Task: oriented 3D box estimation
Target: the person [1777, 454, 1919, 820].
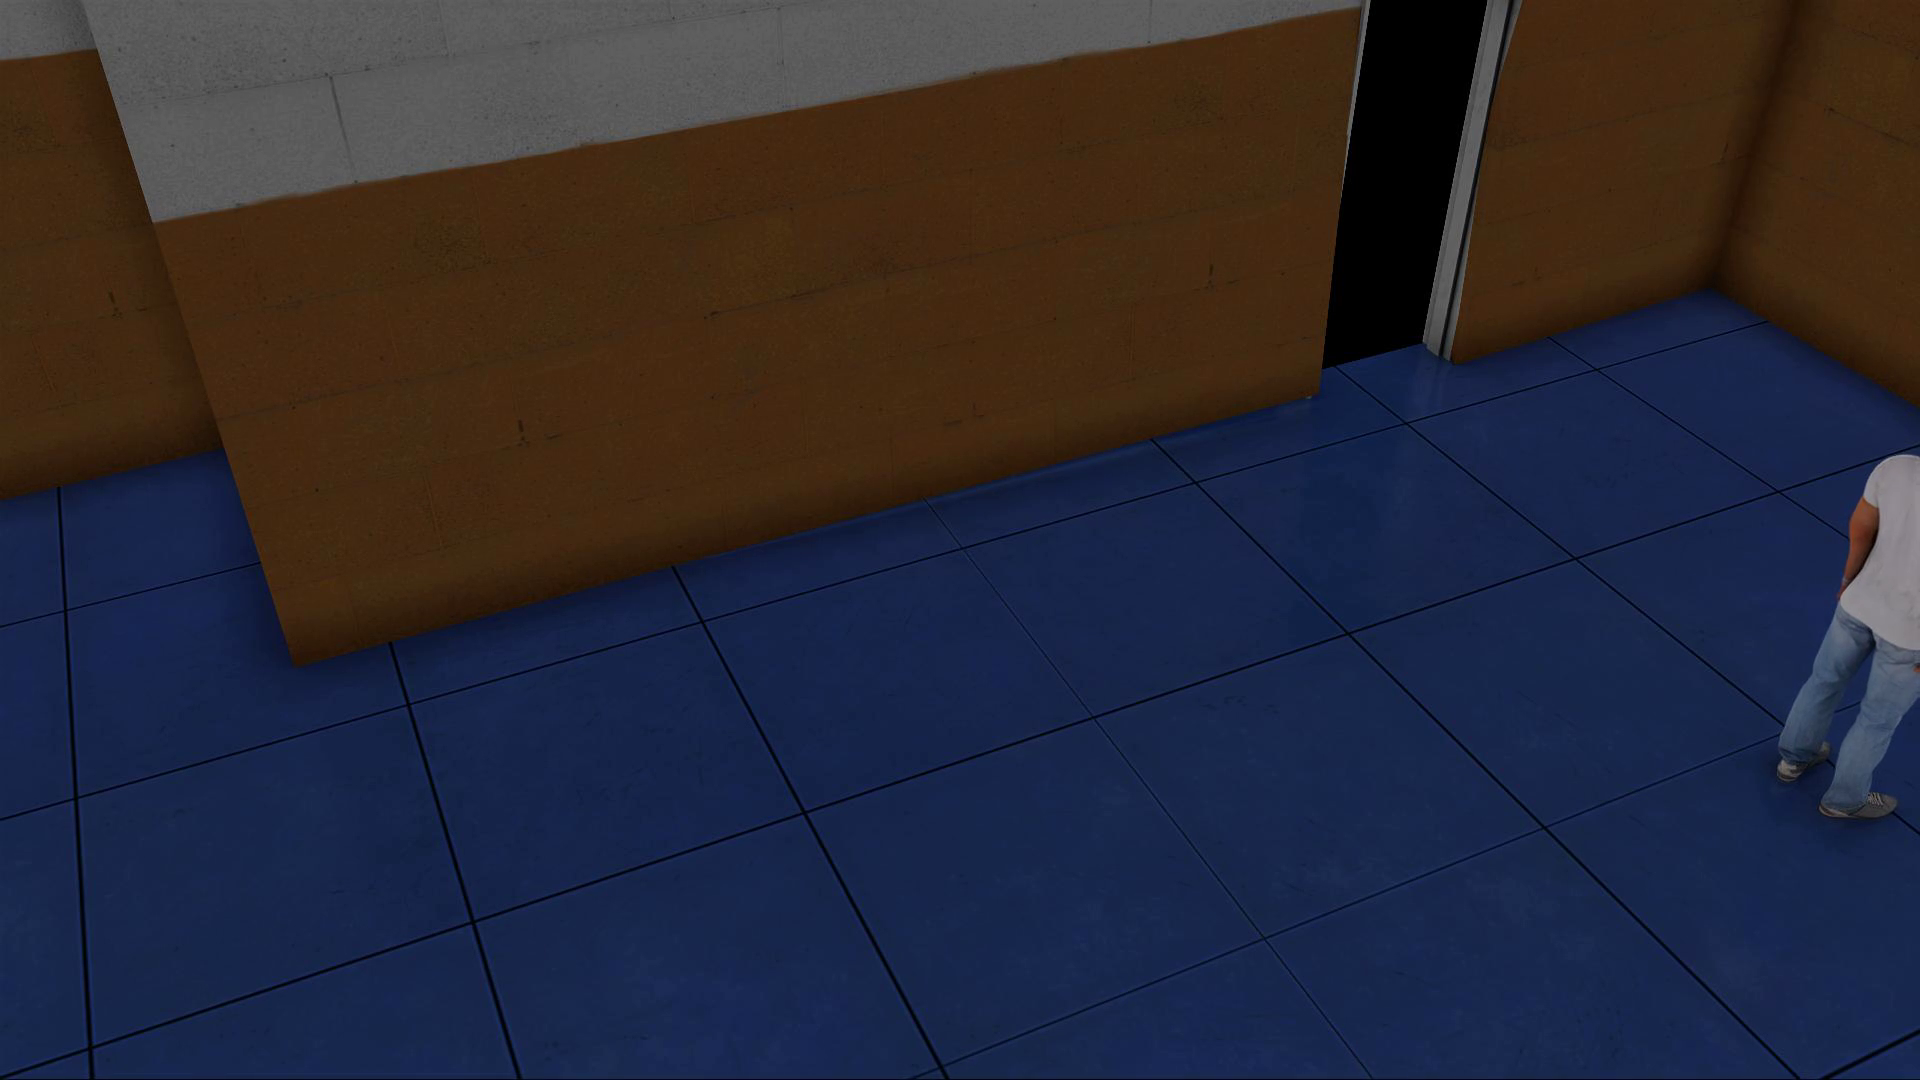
[{"bbox_3d":[3.525,0.269,6.286,0.749,1.866,0.528,-12,39,-16],"label":"person"}]
